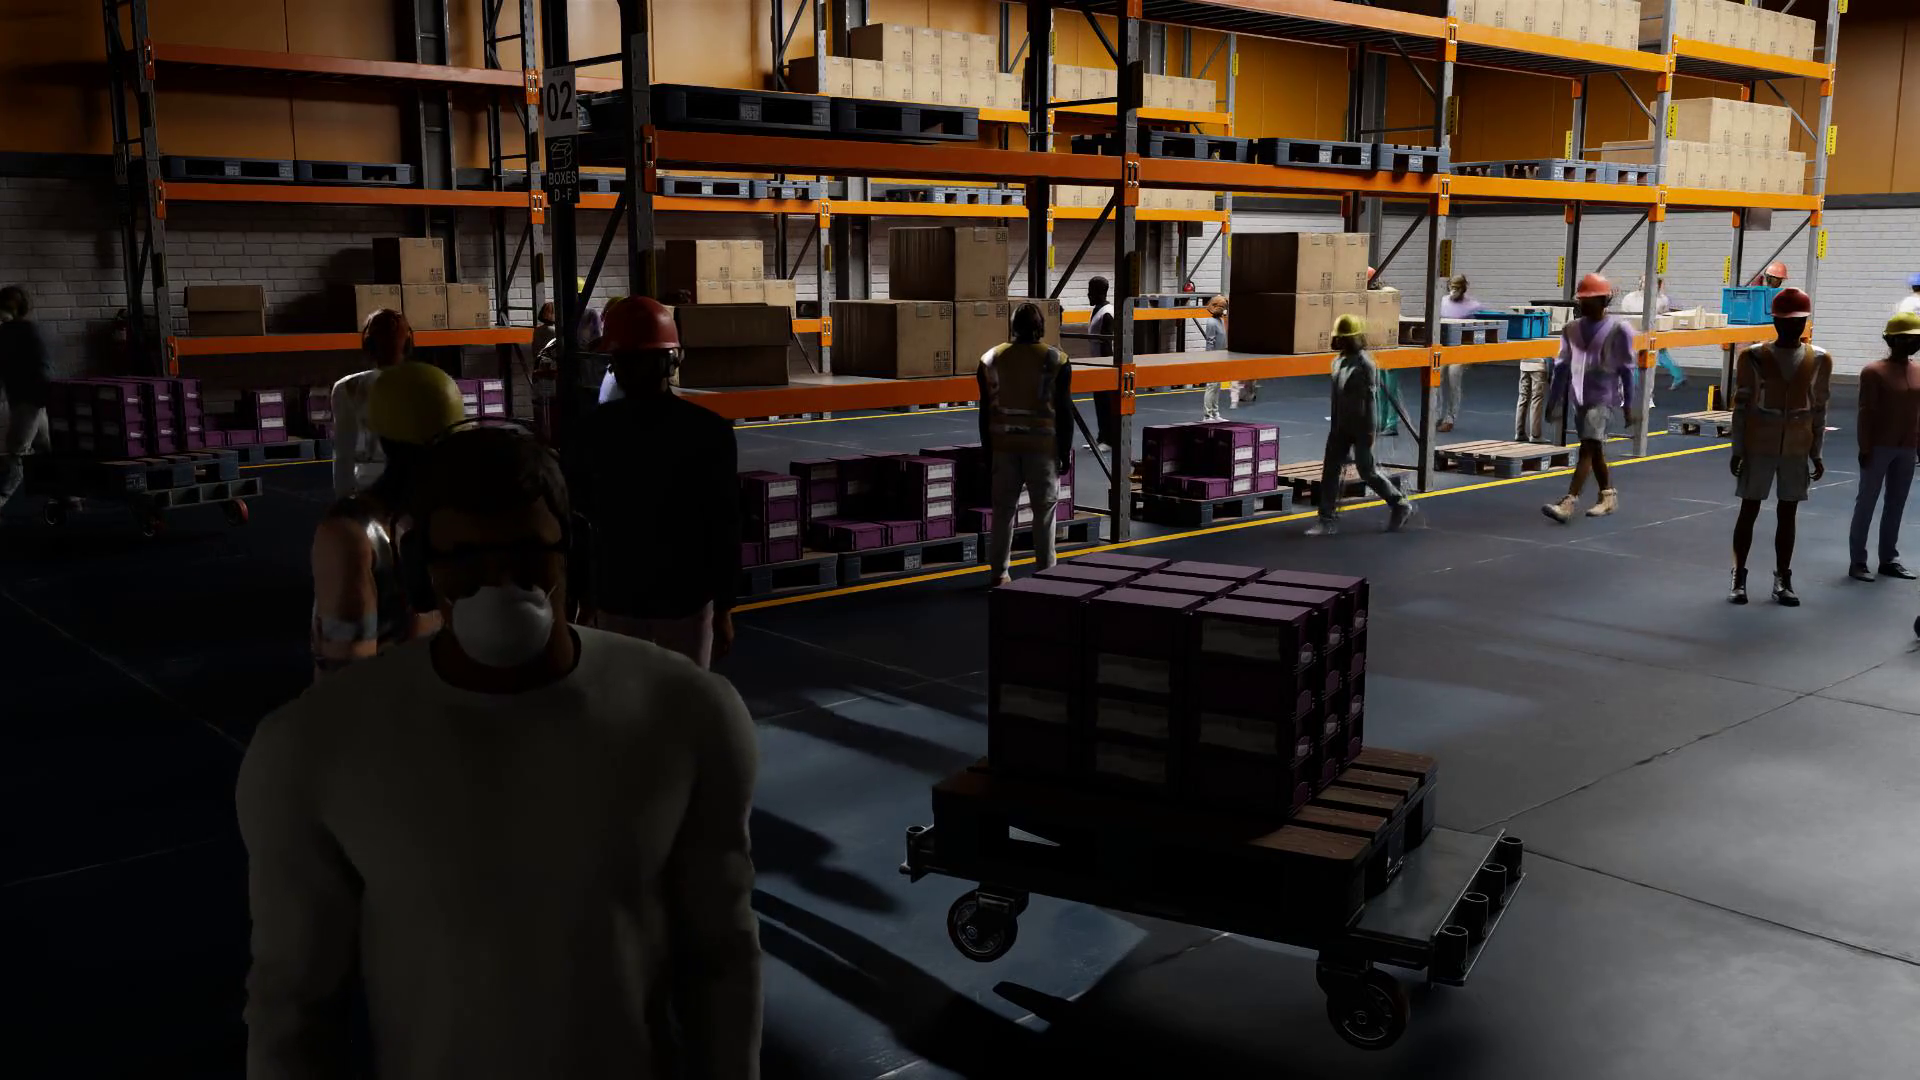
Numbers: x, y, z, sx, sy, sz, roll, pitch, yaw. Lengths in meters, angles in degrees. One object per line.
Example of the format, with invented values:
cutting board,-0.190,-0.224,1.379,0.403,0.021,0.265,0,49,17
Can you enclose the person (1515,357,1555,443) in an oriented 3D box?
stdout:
person,6.561,-1.915,18.950,0.311,1.634,0.519,-4,11,-24

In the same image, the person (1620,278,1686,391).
person,11.038,-3.251,26.284,0.929,1.808,0.572,1,10,8

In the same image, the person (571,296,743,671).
person,-1.025,0.193,5.543,0.613,1.995,0.391,3,10,17

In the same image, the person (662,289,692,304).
person,-2.042,-0.870,12.077,0.658,1.892,0.426,7,12,34

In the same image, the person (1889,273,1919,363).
person,12.870,-2.656,22.522,0.998,1.906,0.600,-1,10,-5

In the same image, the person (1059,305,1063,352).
person,0.828,-1.381,15.634,0.319,1.695,0.534,-2,10,-10

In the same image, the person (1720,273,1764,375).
person,11.116,-2.808,23.411,0.682,1.897,0.434,-2,10,-11

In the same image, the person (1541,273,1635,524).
person,5.019,-1.128,13.316,1.062,1.980,0.632,-6,12,-33

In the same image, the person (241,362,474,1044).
person,-1.457,0.476,4.294,1.051,1.863,0.613,3,10,15

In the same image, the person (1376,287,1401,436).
person,5.061,-2.118,19.757,0.330,1.767,0.524,-2,10,-10

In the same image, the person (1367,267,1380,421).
person,4.955,-2.334,20.337,0.383,1.996,0.609,-5,11,-28

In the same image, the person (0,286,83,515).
person,-7.521,-1.069,13.266,0.670,1.879,1.003,7,12,36

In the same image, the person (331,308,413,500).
person,-2.714,-0.170,8.028,0.591,1.879,0.348,-6,11,-31

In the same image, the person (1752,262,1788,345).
person,11.251,-2.831,23.133,0.605,2.034,0.392,-6,11,-32

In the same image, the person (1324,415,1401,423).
person,5.223,-2.387,21.188,0.992,1.823,0.502,-1,10,-5

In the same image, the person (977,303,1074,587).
person,0.422,-0.579,10.559,0.623,1.835,0.430,3,10,18

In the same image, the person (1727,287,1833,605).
person,4.984,-0.563,10.130,0.542,1.939,0.364,3,10,15

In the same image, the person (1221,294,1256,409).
person,3.961,-2.825,23.297,0.625,1.972,0.713,3,10,18

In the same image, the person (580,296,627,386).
person,-2.516,-0.888,12.348,0.601,1.830,0.403,5,11,27

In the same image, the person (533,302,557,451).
person,-4.491,-1.789,18.236,0.502,1.626,0.283,8,13,40

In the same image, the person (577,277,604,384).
person,-3.960,-1.785,17.362,0.588,1.919,0.401,5,11,29

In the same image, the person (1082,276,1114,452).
person,1.559,-1.910,18.124,0.392,1.911,0.581,-1,10,-6

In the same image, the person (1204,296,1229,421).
person,3.245,-2.269,21.047,0.295,1.622,0.510,4,11,24

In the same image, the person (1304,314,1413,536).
person,3.053,-0.876,12.675,0.813,1.702,0.520,-5,11,-25

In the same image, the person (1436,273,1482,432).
person,5.902,-2.231,19.967,0.649,1.911,0.569,6,12,33

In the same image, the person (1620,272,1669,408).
person,9.582,-2.799,23.322,0.639,1.908,0.409,3,10,15

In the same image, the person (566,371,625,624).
person,-1.723,-0.302,8.791,0.984,1.864,0.648,-4,10,-21

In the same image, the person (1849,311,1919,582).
person,6.116,-0.610,10.906,0.525,1.772,0.309,-2,10,-13

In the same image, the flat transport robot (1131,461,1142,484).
flat transport robot,2.199,-0.668,15.625,1.431,0.197,0.652,-8,13,-41

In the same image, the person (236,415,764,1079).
person,-0.548,0.808,2.107,0.634,1.939,0.365,-4,10,-22

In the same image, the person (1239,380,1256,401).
person,4.156,-2.972,24.285,0.568,1.916,0.580,-5,11,-29
